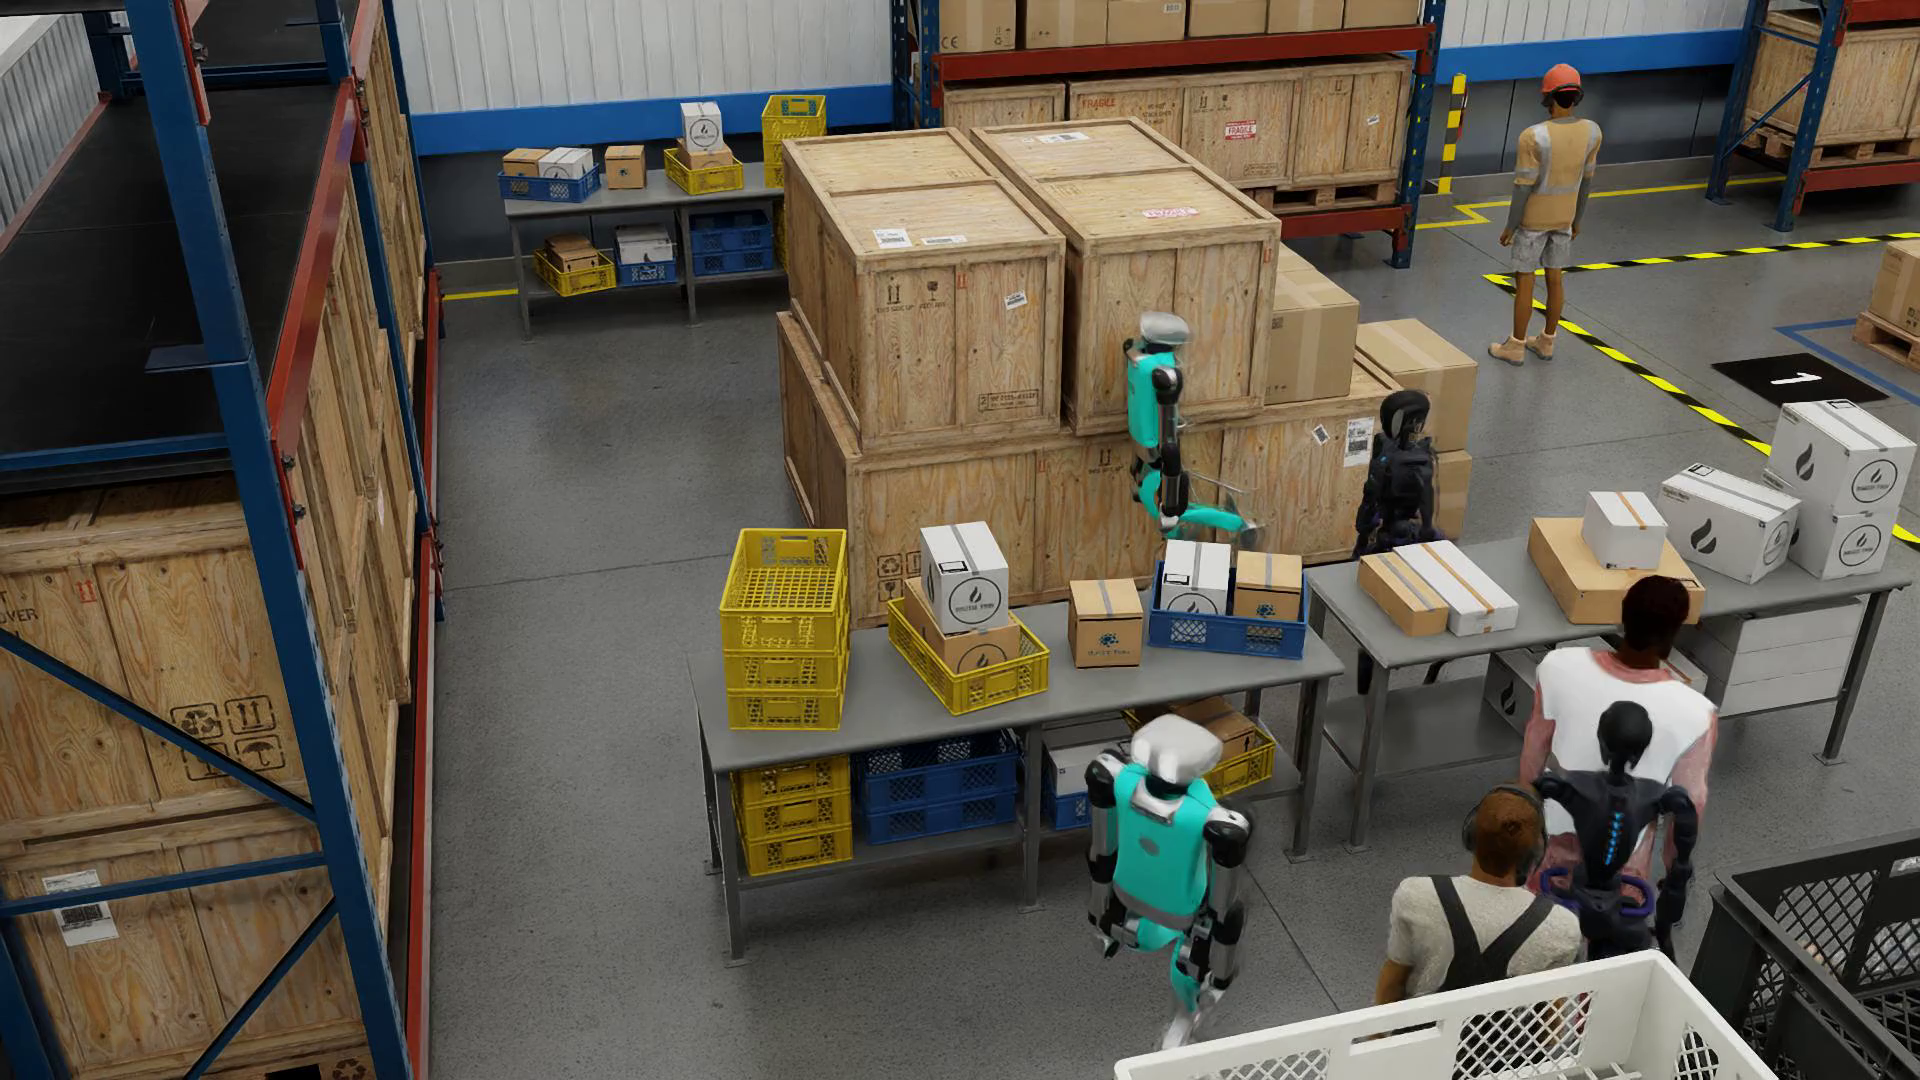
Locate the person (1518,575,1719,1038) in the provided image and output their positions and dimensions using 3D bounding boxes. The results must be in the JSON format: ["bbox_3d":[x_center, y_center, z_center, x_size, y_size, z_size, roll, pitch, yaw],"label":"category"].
[{"bbox_3d":[2.174,0.979,5.649,0.617,1.909,0.400,21,35,33],"label":"person"}]

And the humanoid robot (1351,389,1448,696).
[{"bbox_3d":[2.042,0.077,7.539,0.640,1.634,0.602,-8,30,-14],"label":"humanoid robot"}]

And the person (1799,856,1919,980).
[{"bbox_3d":[3.535,0.909,5.862,0.644,1.817,0.722,-23,36,-36],"label":"person"}]

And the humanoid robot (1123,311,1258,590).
[{"bbox_3d":[1.199,-0.296,8.185,1.029,1.781,0.532,-7,30,-12],"label":"humanoid robot"}]

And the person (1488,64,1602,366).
[{"bbox_3d":[3.930,-2.176,11.244,0.607,2.030,0.406,-9,30,-15],"label":"person"}]

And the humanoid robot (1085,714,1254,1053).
[{"bbox_3d":[0.734,1.215,5.373,0.562,1.739,0.921,19,34,30],"label":"humanoid robot"}]

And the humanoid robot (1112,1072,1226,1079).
[{"bbox_3d":[0.334,2.033,3.933,1.020,1.741,0.539,-23,36,-35],"label":"humanoid robot"}]

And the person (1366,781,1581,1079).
[{"bbox_3d":[1.448,1.474,4.829,0.521,1.831,0.371,7,30,13],"label":"person"}]

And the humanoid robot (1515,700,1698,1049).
[{"bbox_3d":[2.042,1.245,5.407,0.596,1.654,0.338,7,30,12],"label":"humanoid robot"}]
